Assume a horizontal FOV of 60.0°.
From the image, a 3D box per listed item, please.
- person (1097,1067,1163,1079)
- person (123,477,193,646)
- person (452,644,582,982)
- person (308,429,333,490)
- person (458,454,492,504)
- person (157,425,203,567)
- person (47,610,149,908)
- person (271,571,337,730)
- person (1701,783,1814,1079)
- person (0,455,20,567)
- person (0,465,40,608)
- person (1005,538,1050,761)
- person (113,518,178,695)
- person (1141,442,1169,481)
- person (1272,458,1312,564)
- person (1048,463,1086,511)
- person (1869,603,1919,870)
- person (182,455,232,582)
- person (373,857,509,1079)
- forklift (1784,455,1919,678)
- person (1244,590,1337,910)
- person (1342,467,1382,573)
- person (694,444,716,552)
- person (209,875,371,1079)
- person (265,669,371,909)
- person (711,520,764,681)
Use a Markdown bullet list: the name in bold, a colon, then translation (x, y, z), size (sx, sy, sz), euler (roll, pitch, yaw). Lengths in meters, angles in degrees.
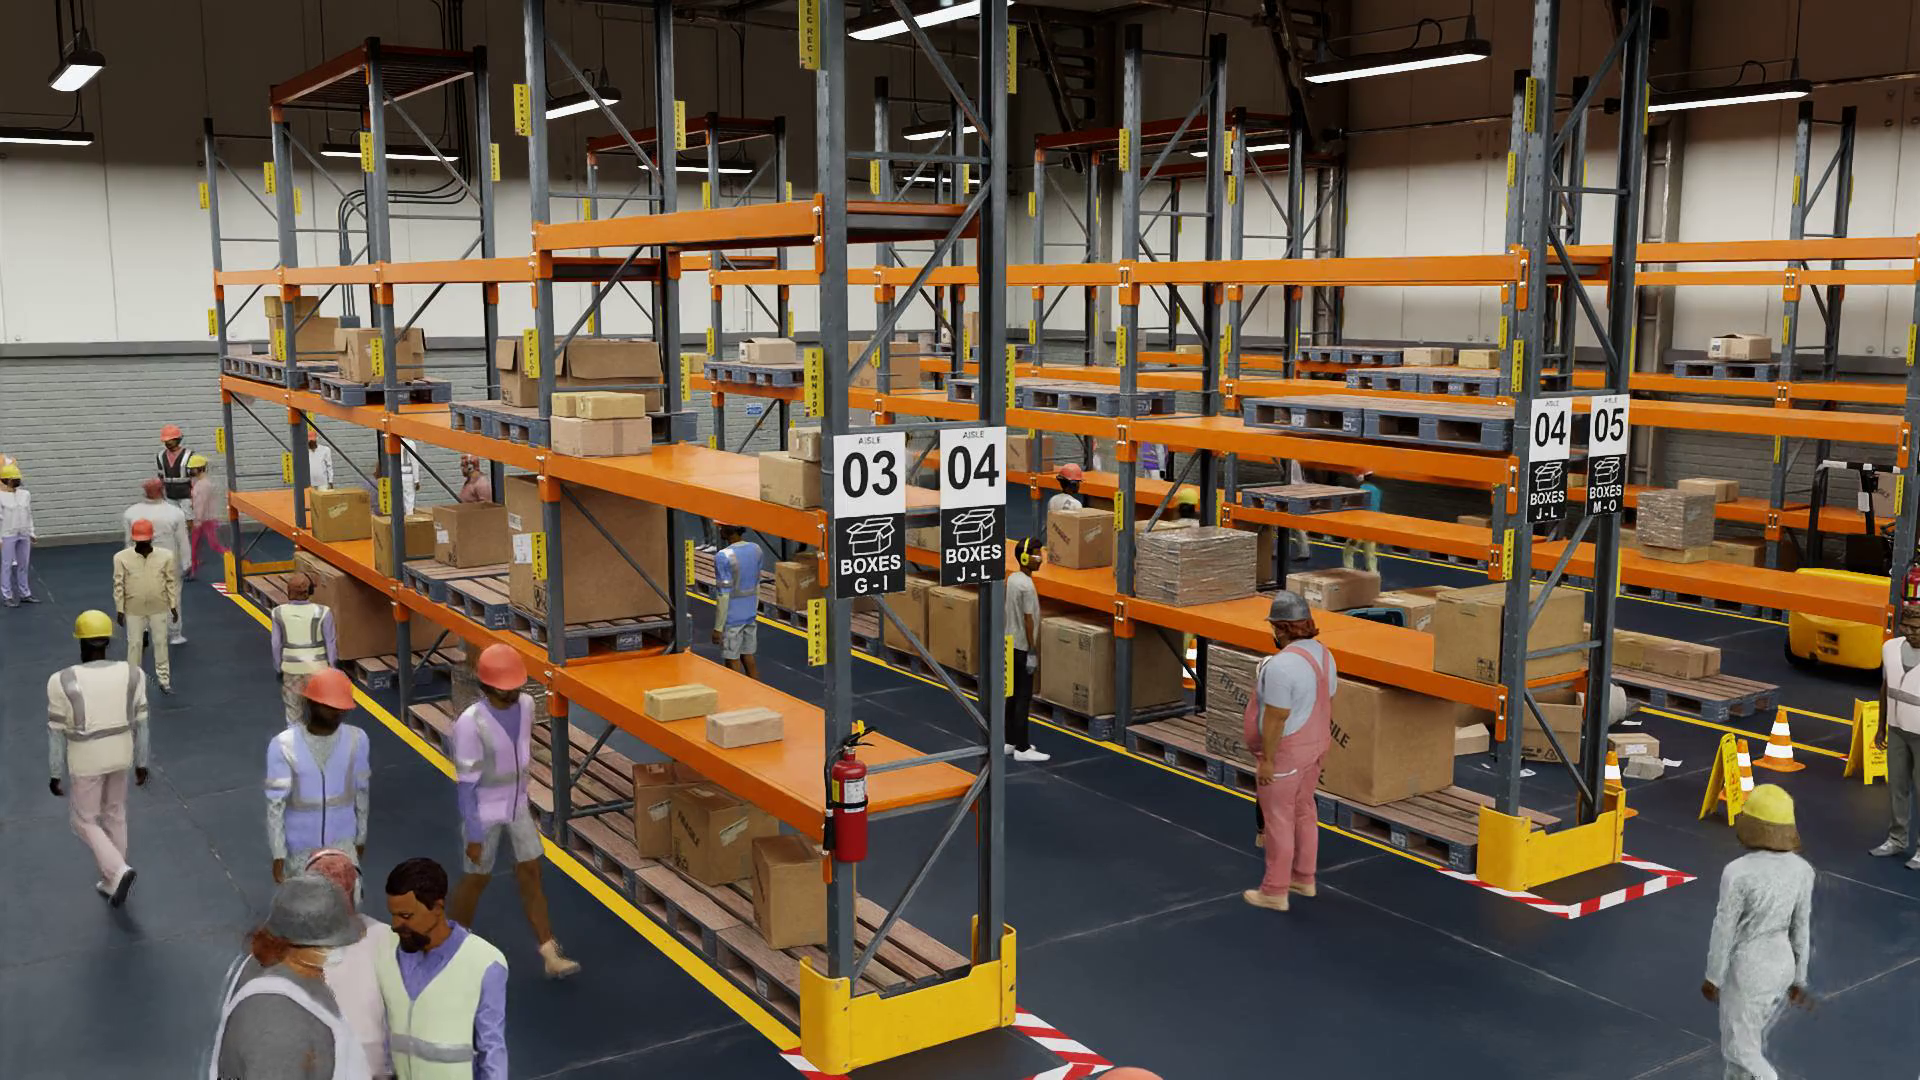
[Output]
- **person**: translation (0.390, 2.295, 4.262), size (0.392, 1.985, 0.610), euler (4, 9, 23)
- **person**: translation (-8.766, 0.253, 18.210), size (0.666, 1.894, 0.543), euler (-2, 9, -11)
- **person**: translation (-2.550, 1.533, 9.376), size (1.018, 1.971, 0.666), euler (5, 10, 30)
- **person**: translation (-10.321, -0.935, 26.597), size (0.577, 1.737, 0.354), euler (-4, 9, -22)
- **person**: translation (-6.031, -0.125, 20.657), size (0.401, 1.905, 0.642), euler (-5, 10, -31)
- **person**: translation (-11.067, -0.618, 23.529), size (0.617, 2.028, 0.409), euler (1, 9, 8)
- **person**: translation (-5.413, 1.394, 10.527), size (0.640, 1.905, 0.596), euler (7, 11, 38)
- **person**: translation (-5.331, 1.073, 13.548), size (0.515, 1.640, 0.315), euler (0, 9, -1)
- **person**: translation (3.630, 1.951, 7.447), size (0.487, 1.714, 0.713), euler (-4, 9, -24)
- **person**: translation (-13.601, -0.565, 23.488), size (0.588, 1.930, 0.364), euler (-5, 10, -32)
- **person**: translation (-11.705, -0.048, 20.623), size (0.338, 1.760, 0.546), euler (4, 9, 22)
- **person**: translation (0.541, 0.907, 13.913), size (0.335, 1.865, 0.519), euler (-2, 9, -16)
- **person**: translation (-7.835, 0.649, 16.026), size (0.563, 1.741, 0.339), euler (-5, 10, -32)
- **person**: translation (3.309, -1.217, 28.124), size (0.430, 1.845, 0.619), euler (-3, 9, -21)
- **person**: translation (4.712, -0.547, 23.840), size (0.779, 1.784, 0.613), euler (5, 10, 30)
- **person**: translation (1.192, 0.171, 18.267), size (0.411, 2.035, 0.606), euler (-4, 9, -24)
- **person**: translation (6.493, 1.321, 11.294), size (0.417, 1.828, 0.561), euler (-3, 9, -20)
- **person**: translation (-10.112, -0.294, 22.373), size (0.884, 1.726, 0.523), euler (-6, 10, -34)
- **person**: translation (-1.888, 2.066, 6.070), size (0.592, 1.908, 0.413), euler (4, 9, 25)
- **forklift**: translation (9.643, 0.253, 17.172), size (2.313, 2.155, 1.214), euler (-6, 10, -33)
- **person**: translation (2.082, 1.311, 10.632), size (0.535, 2.000, 0.685), euler (7, 11, 39)
- **person**: translation (5.084, -0.136, 21.281), size (0.597, 1.725, 0.691), euler (-6, 11, -36)
- **person**: translation (-3.839, -0.636, 24.975), size (0.277, 1.627, 0.502), euler (-6, 10, -33)
- **person**: translation (-2.262, 2.051, 5.703), size (0.874, 2.000, 0.712), euler (-4, 10, -26)
- **person**: translation (-3.454, 1.635, 9.029), size (0.575, 1.866, 0.992), euler (-5, 10, -30)
- **person**: translation (-1.995, 0.688, 14.763), size (0.365, 2.048, 0.608), euler (4, 10, 27)
